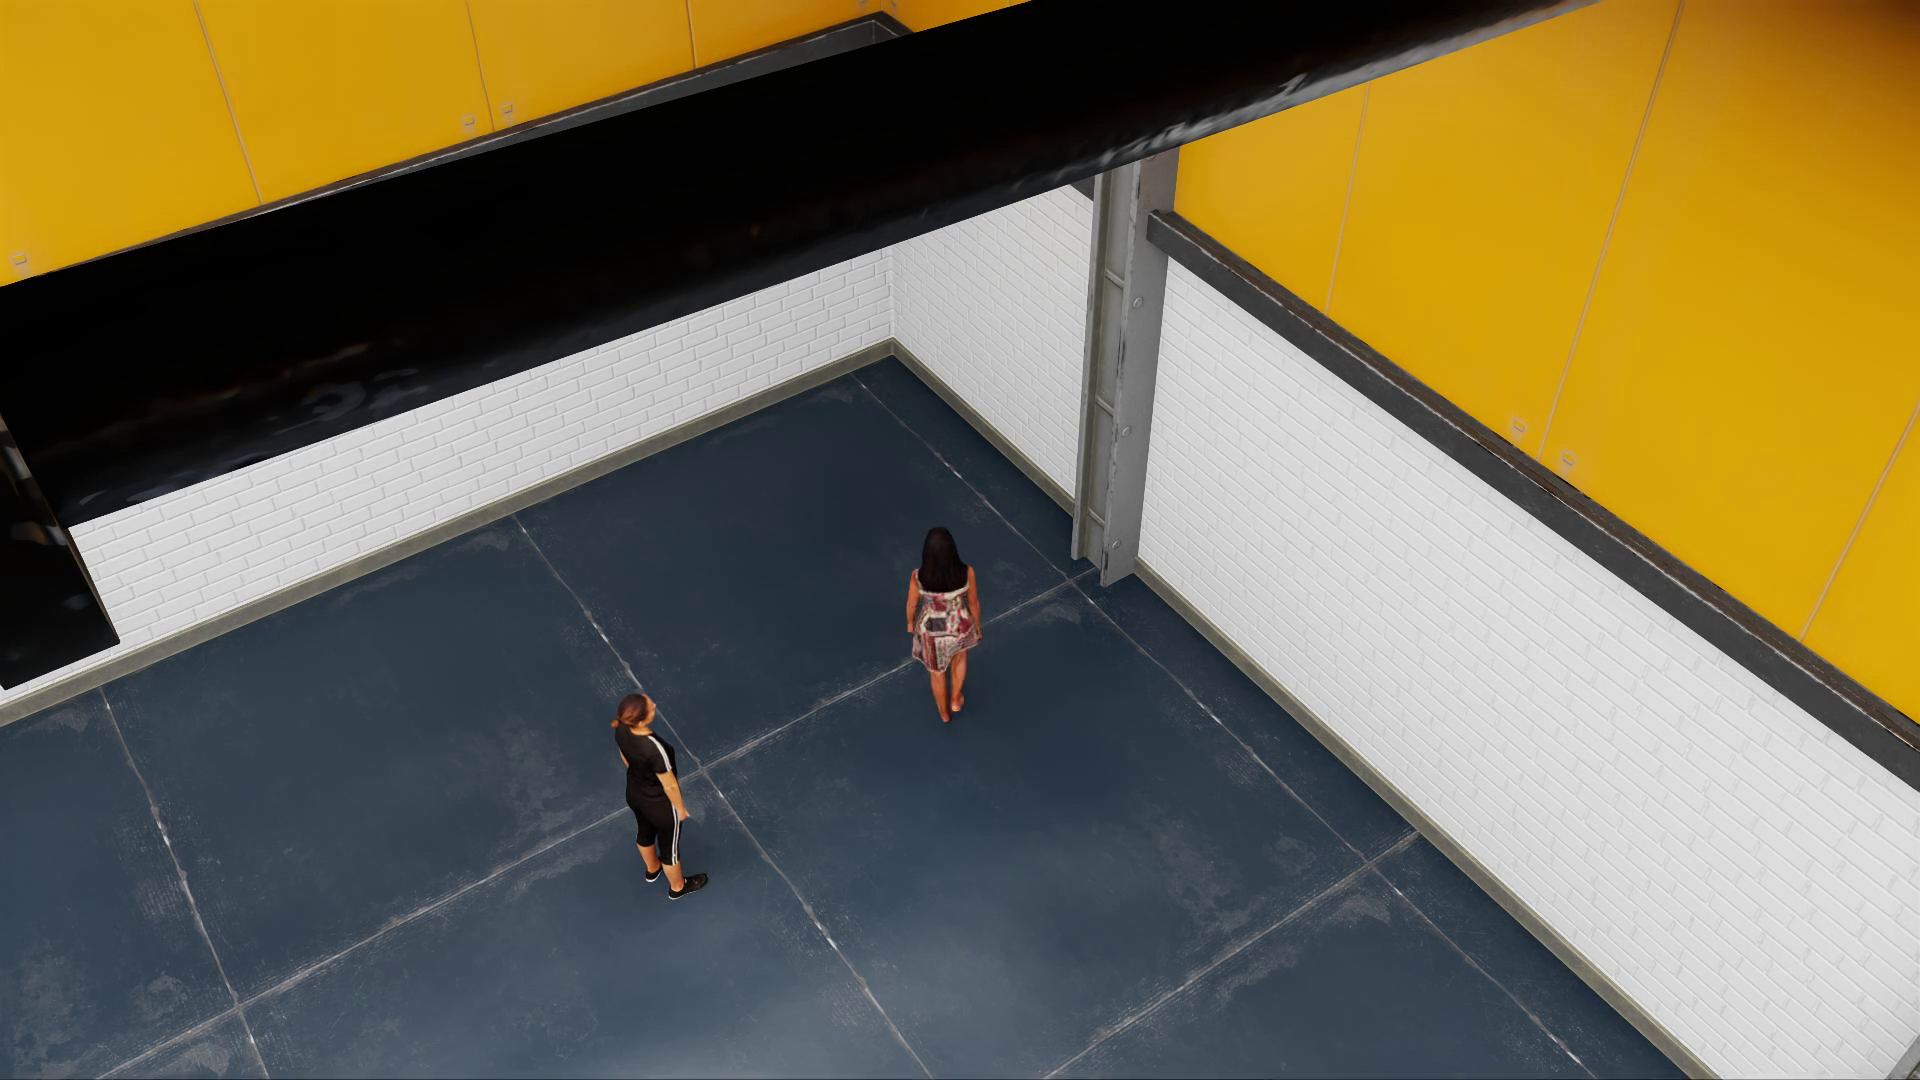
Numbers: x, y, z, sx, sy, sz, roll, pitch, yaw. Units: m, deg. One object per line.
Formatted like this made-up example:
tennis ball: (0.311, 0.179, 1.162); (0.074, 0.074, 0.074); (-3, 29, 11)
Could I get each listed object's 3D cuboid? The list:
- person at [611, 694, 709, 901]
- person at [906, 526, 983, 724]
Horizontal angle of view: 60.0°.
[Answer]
person: (-1.765, 1.461, 9.551); (0.533, 1.669, 0.687); (32, 52, 29)
person: (-0.091, 0.607, 10.469); (0.785, 1.638, 0.823); (-5, 44, -5)
